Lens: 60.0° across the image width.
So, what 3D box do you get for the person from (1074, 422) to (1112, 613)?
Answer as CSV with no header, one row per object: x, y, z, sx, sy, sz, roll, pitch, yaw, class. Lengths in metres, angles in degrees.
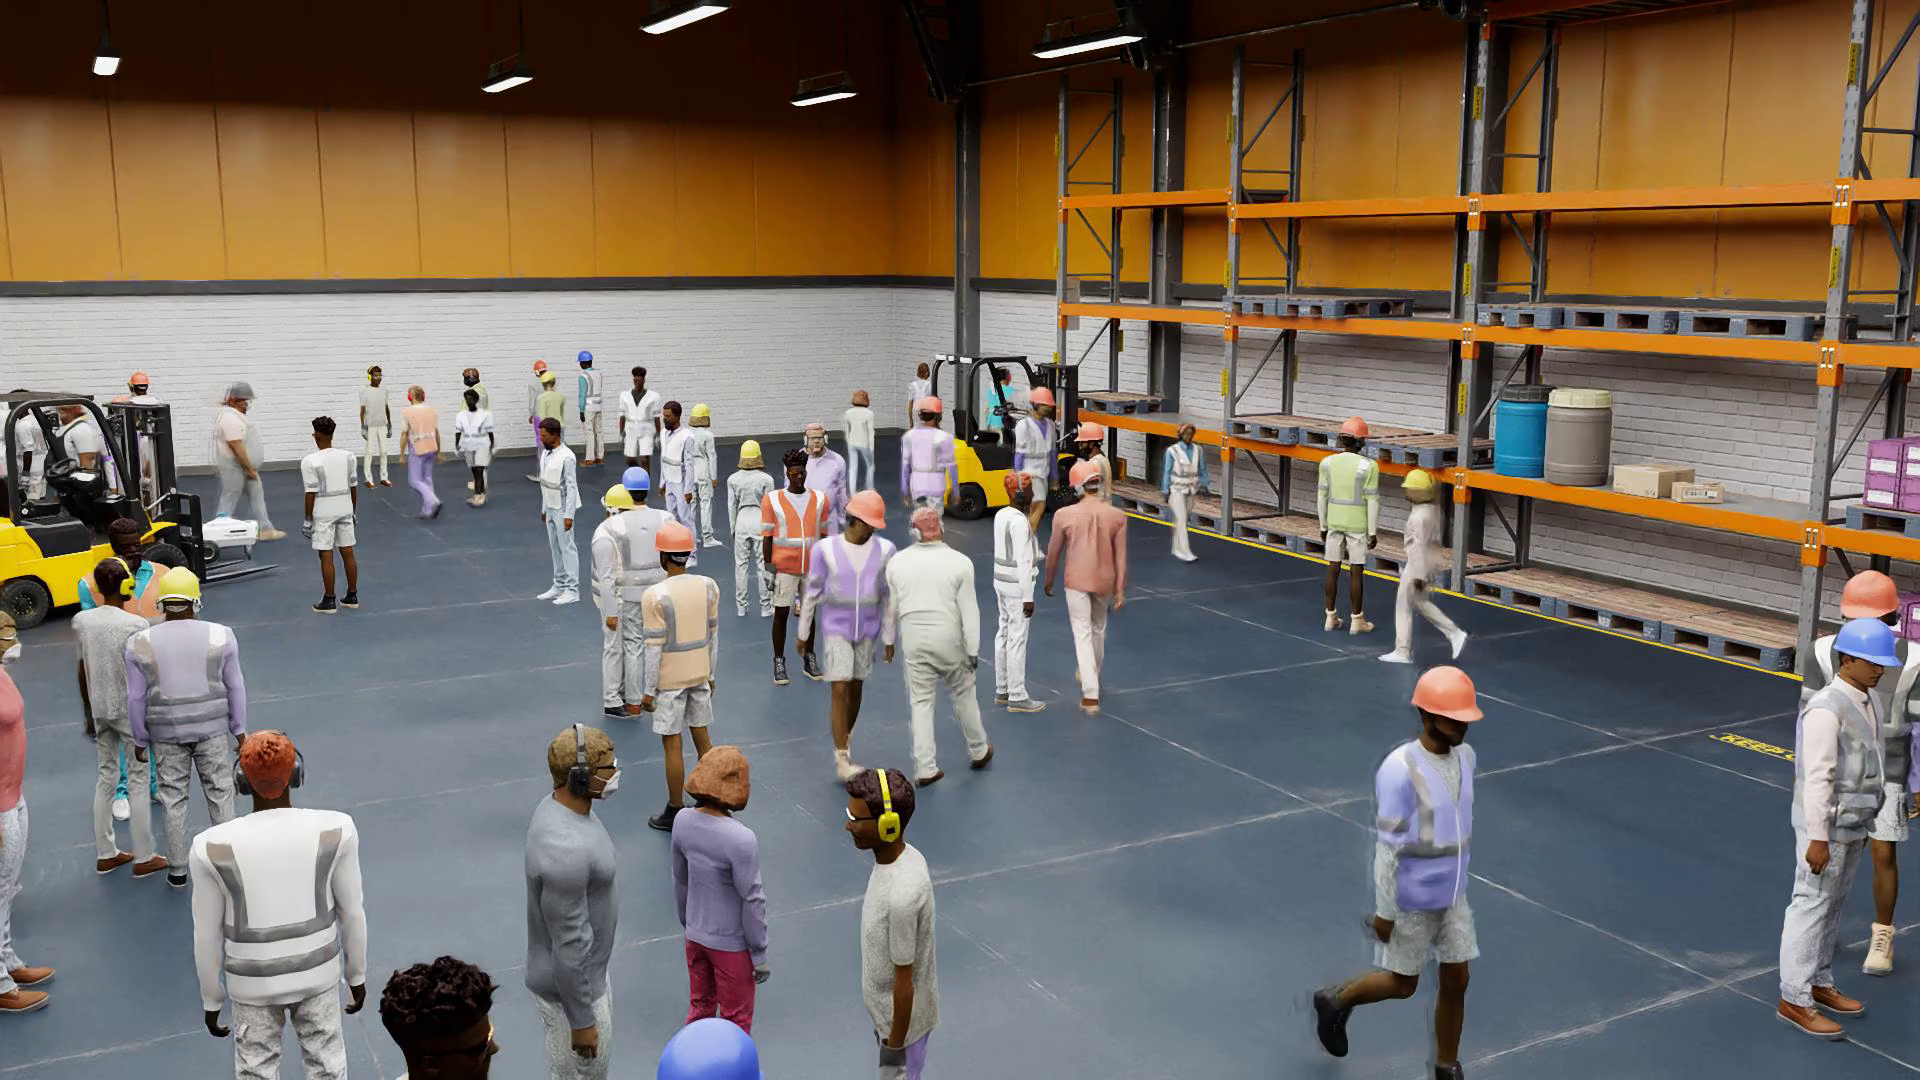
1.300,-0.196,16.336,0.392,1.929,0.539,2,10,13,person

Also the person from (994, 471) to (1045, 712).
0.445,0.401,13.011,0.356,1.883,0.572,-3,10,-18,person

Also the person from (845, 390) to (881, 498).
-1.375,-1.345,23.821,0.527,1.604,0.694,5,11,26,person

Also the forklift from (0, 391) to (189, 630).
-9.026,-0.363,16.508,1.214,2.155,2.313,6,11,29,forklift

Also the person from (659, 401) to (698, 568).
-3.185,-0.631,18.883,0.392,1.912,0.596,-8,12,-38,person

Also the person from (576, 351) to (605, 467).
-6.184,-2.191,27.779,0.416,1.939,0.604,4,10,19,person

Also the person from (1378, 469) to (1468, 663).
4.033,0.237,14.393,0.652,1.720,0.486,6,11,29,person

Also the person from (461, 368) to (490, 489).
-7.347,-1.698,25.249,0.429,1.831,0.638,-4,10,-20,person

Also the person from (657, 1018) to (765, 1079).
-0.538,1.990,3.668,0.603,1.949,0.389,1,10,7,person

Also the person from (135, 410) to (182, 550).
-9.304,-0.631,19.117,0.700,1.823,0.550,-6,12,-31,person

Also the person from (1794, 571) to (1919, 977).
4.492,1.148,8.309,0.613,2.028,0.409,7,12,37,person

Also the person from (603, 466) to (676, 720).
-2.450,0.406,12.790,0.604,1.949,0.398,-5,11,-28,person

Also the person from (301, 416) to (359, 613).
-6.267,-0.256,16.551,0.368,1.966,0.603,7,12,34,person

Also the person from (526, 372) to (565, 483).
-6.356,-1.720,25.636,0.836,1.724,0.555,7,12,35,person

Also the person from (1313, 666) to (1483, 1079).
1.902,1.433,6.994,0.553,1.916,0.789,-7,12,-35,person

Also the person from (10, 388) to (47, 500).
-11.092,-0.827,19.838,0.372,1.966,0.603,-3,10,-15,person

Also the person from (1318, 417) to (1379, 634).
3.664,-0.140,15.659,0.609,2.044,0.395,8,13,40,person

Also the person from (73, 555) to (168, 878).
-4.823,1.013,9.566,0.509,1.862,0.322,2,10,13,person

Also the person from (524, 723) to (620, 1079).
-1.376,1.599,5.979,0.359,1.932,0.628,-2,10,-12,person

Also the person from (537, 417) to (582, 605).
-4.090,-0.305,16.990,0.394,1.913,0.587,-8,12,-38,person

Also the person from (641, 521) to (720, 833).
-1.741,0.845,10.294,0.354,1.939,0.544,9,13,43,person

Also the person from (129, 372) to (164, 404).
-11.207,-1.339,22.873,0.364,1.934,0.552,9,13,42,person

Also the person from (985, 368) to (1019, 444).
0.641,-1.700,25.289,0.428,1.827,0.624,-10,14,-44,person

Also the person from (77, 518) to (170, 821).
-5.282,0.800,10.614,0.373,1.915,0.594,7,12,35,person

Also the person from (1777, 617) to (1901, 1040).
4.046,1.299,7.656,0.608,1.943,0.402,-9,14,-43,person

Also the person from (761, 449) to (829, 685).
-1.357,0.213,13.850,0.603,1.966,0.368,-5,11,-25,person

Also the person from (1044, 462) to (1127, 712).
1.005,0.348,13.194,0.602,1.931,0.989,-3,10,-16,person

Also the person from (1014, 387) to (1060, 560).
0.936,-0.761,19.298,0.641,2.017,0.627,9,13,42,person

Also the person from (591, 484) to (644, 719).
-2.620,0.467,12.816,0.403,1.821,0.602,1,10,5,person

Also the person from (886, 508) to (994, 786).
-0.140,0.696,11.394,0.666,1.860,0.859,3,10,16,person

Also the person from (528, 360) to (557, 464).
-7.061,-2.162,28.122,0.318,1.756,0.563,8,13,38,person

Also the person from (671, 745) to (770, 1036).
-0.953,1.621,6.700,0.499,1.633,0.281,9,13,41,person

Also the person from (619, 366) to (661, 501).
-4.615,-1.551,24.028,0.634,1.951,0.610,1,10,5,person

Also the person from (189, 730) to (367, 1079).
-2.459,1.614,6.059,0.579,1.878,0.354,-5,11,-26,person

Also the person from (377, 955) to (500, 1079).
-1.235,1.930,3.963,0.369,1.965,0.609,-3,10,-18,person

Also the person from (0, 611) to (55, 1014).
-4.573,1.265,7.879,0.354,1.936,0.635,-4,11,-21,person

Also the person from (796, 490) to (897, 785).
-0.740,0.651,11.307,0.697,1.972,0.960,-3,10,-16,person

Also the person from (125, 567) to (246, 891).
-4.341,1.058,9.372,0.600,1.830,0.403,-4,11,-24,person

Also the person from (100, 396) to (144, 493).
-9.565,-0.686,19.107,0.362,1.938,0.545,3,10,15,person

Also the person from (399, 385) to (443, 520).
-7.106,-1.141,22.069,0.565,1.816,0.601,6,12,33,person

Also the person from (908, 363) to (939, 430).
-0.565,-1.869,26.200,0.504,1.842,0.345,3,10,19,person

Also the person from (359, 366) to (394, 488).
-8.874,-1.717,25.286,0.323,1.860,0.519,8,13,40,person

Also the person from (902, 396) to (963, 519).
-0.301,-0.546,18.074,0.633,2.024,0.574,6,12,32,person

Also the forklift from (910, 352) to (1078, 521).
0.460,-1.461,22.833,2.313,2.155,1.214,-5,11,-28,forklift

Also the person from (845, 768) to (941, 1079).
-0.232,1.681,5.714,0.326,1.862,0.508,-1,10,-6,person

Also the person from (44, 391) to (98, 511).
-10.012,-0.677,18.759,0.540,2.000,0.752,-9,13,-43,person

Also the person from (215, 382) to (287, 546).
-8.700,-0.947,20.312,0.886,2.000,0.710,-2,10,-12,person

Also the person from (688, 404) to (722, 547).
-3.151,-0.789,20.262,0.492,1.742,0.319,5,11,29,person

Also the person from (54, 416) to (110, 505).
-10.060,-0.594,19.088,0.615,1.778,0.781,-5,11,-29,person

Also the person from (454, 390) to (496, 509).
-6.813,-1.267,23.232,0.552,1.651,0.864,2,10,9,person

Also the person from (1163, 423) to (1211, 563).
2.657,-0.536,19.209,0.518,1.606,0.801,-5,11,-28,person

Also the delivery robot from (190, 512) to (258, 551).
-8.561,-0.086,19.365,0.707,0.478,0.477,-6,12,-32,delivery robot

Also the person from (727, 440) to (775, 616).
-2.034,-0.113,16.365,0.487,1.746,0.287,2,10,10,person

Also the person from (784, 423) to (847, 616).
-1.417,-0.202,16.415,0.639,1.908,0.409,-3,10,-14,person
